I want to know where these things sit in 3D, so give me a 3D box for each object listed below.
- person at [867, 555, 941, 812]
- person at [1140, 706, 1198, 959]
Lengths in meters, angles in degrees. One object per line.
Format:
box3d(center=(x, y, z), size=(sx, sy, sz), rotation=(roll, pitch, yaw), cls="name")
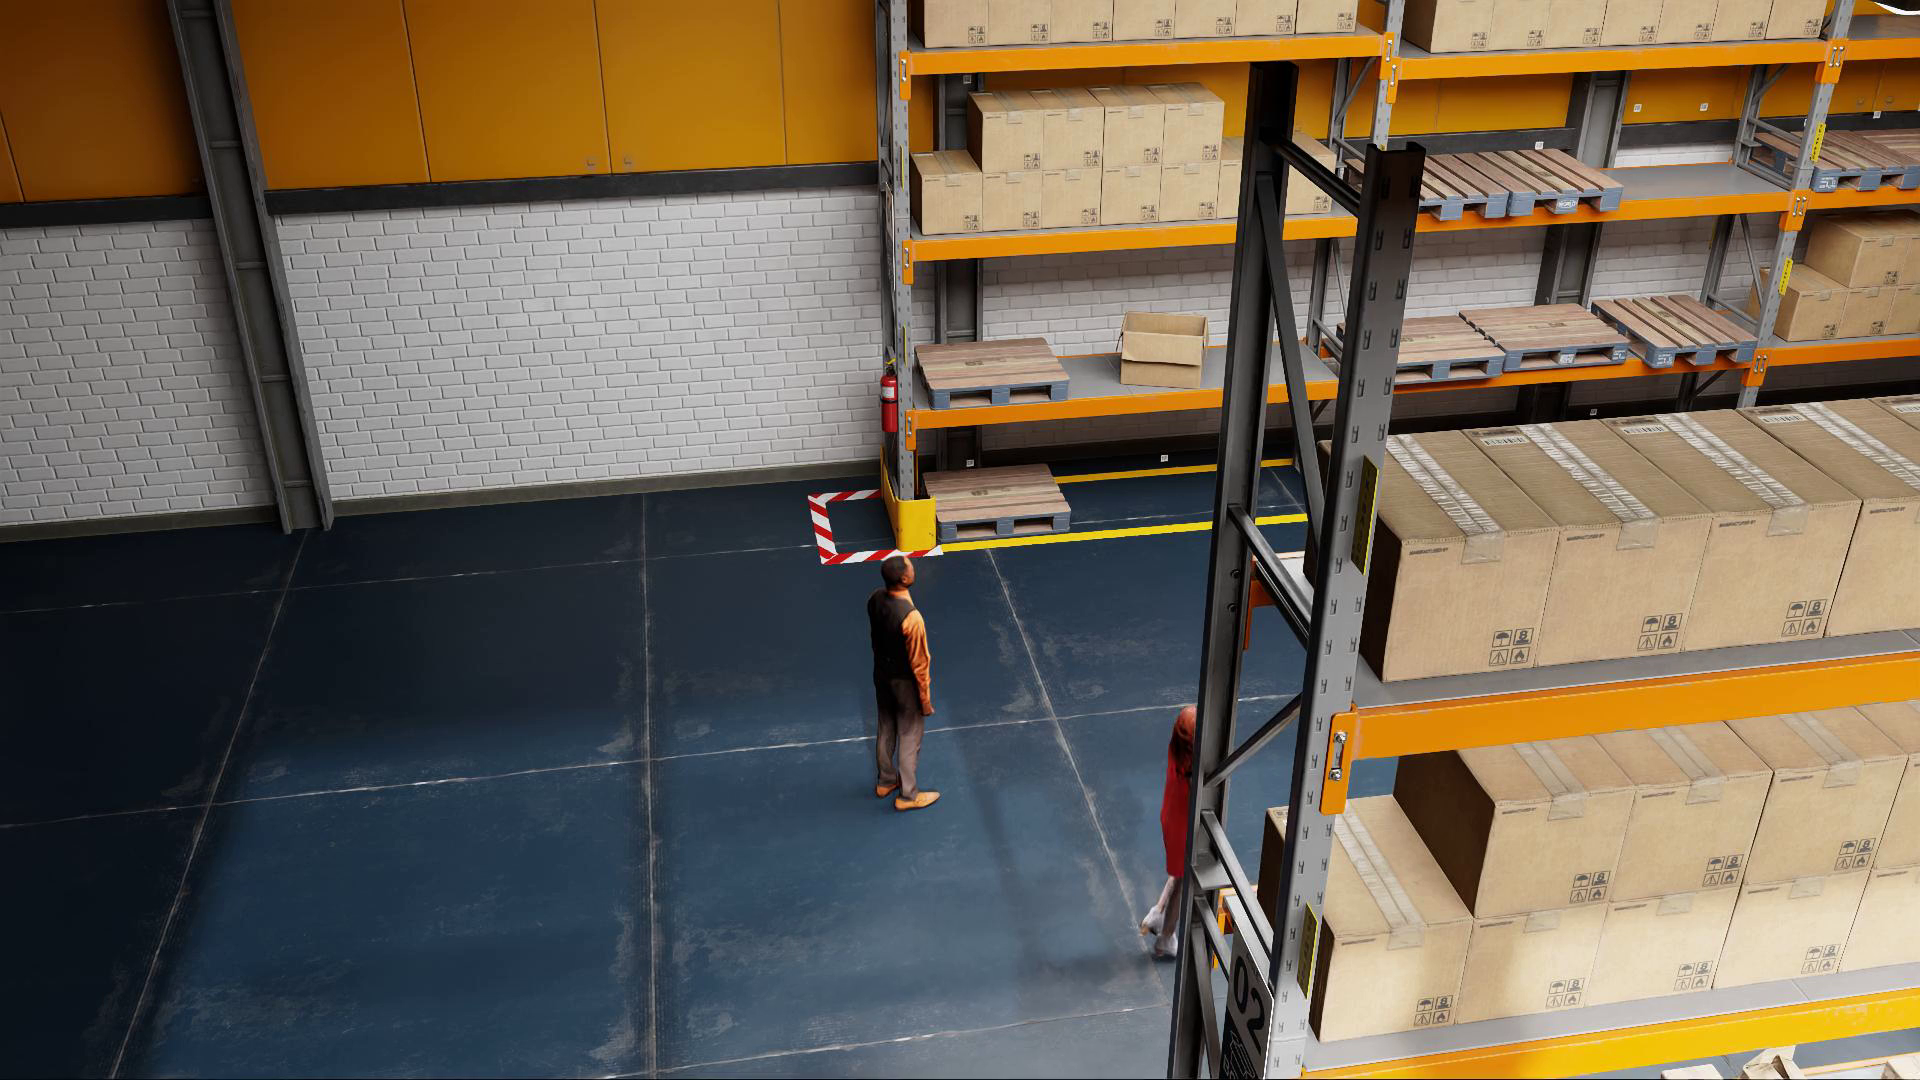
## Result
box3d(center=(-0.407, 0.947, 11.137), size=(0.784, 1.908, 0.787), rotation=(-21, 35, -33), cls="person")
box3d(center=(1.226, 1.747, 9.771), size=(0.621, 1.813, 0.606), rotation=(-5, 29, -9), cls="person")
